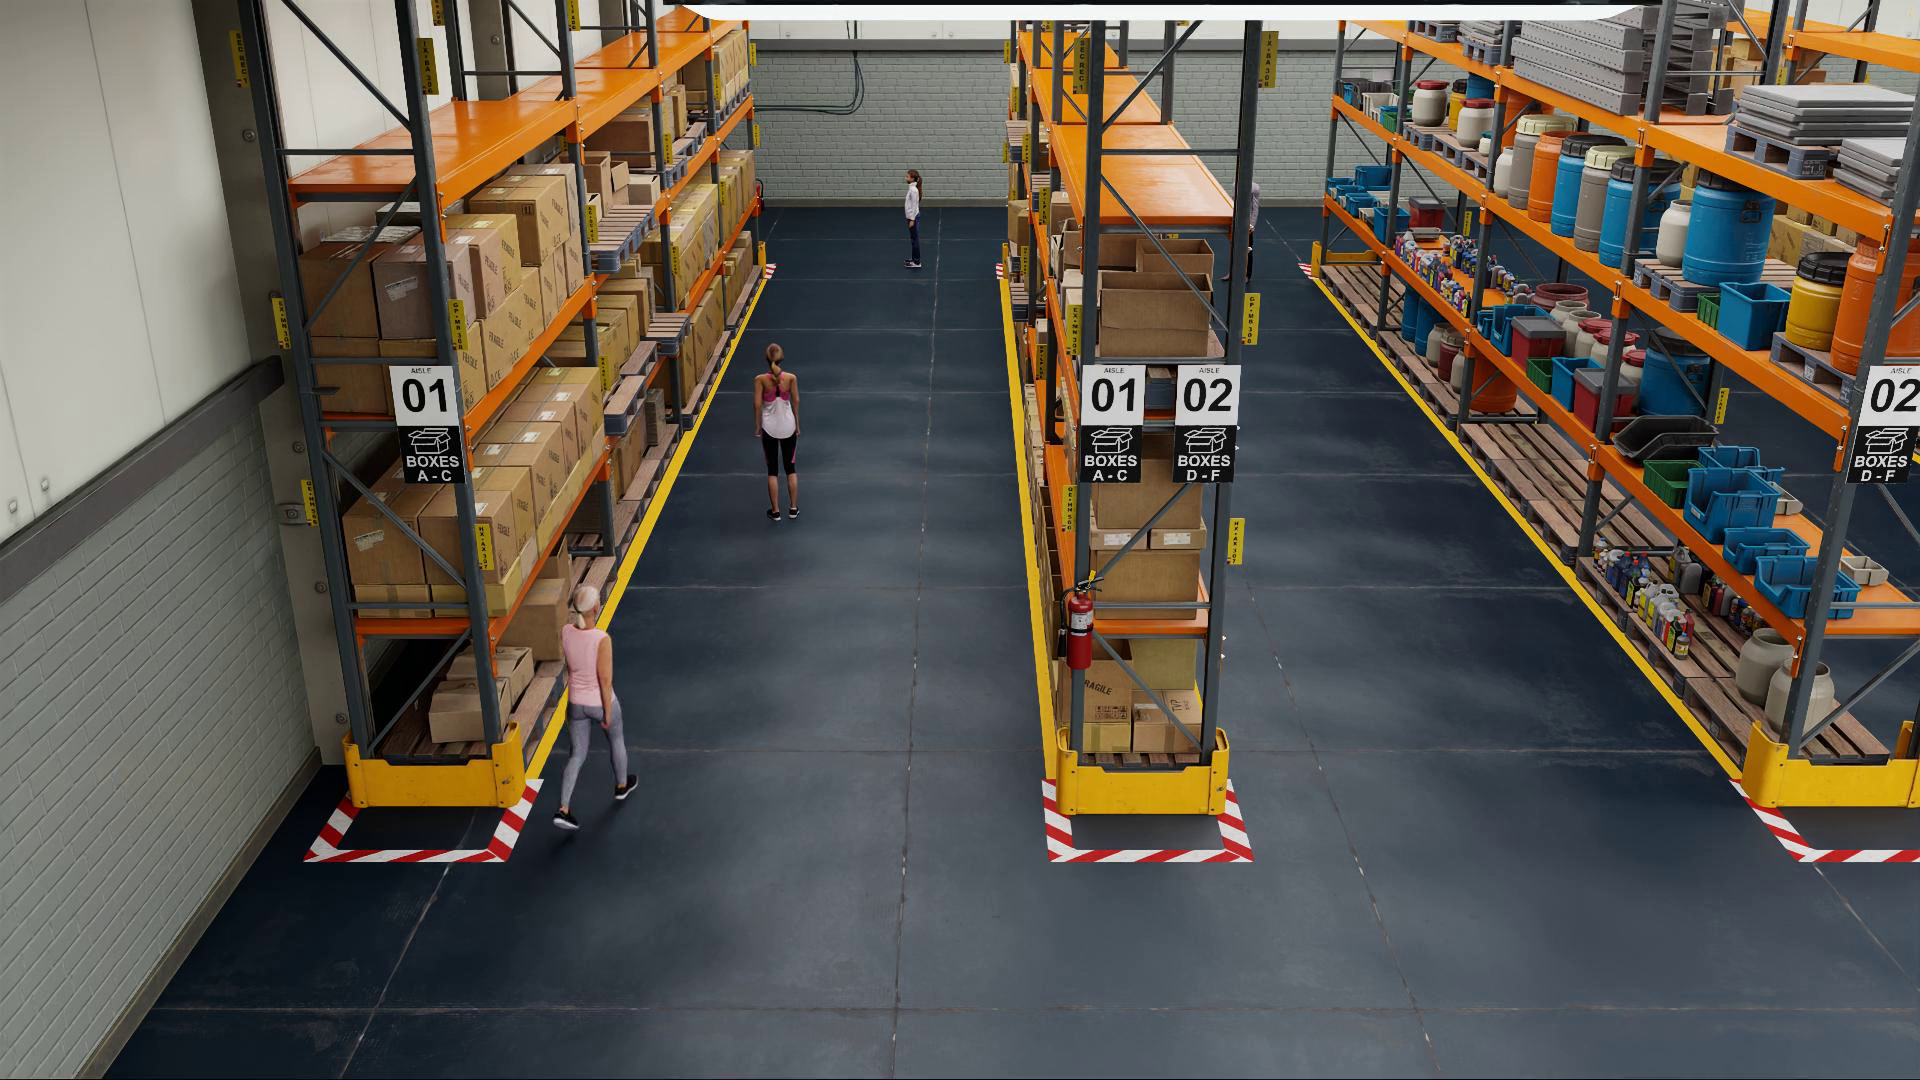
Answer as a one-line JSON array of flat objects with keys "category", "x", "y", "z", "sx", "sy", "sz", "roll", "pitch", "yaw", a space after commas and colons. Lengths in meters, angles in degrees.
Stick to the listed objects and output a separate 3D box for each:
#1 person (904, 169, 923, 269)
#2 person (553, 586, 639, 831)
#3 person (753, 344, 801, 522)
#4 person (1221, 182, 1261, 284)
[{"category": "person", "x": -0.743, "y": -5.206, "z": 26.862, "sx": 0.589, "sy": 1.559, "sz": 0.463, "roll": -1, "pitch": 22, "yaw": -2}, {"category": "person", "x": -2.527, "y": 1.141, "z": 11.162, "sx": 0.770, "sy": 1.698, "sz": 1.176, "roll": 6, "pitch": 23, "yaw": 15}, {"category": "person", "x": -1.797, "y": -1.070, "z": 16.449, "sx": 0.650, "sy": 1.787, "sz": 0.594, "roll": -5, "pitch": 23, "yaw": -13}, {"category": "person", "x": 4.390, "y": -4.937, "z": 25.816, "sx": 0.758, "sy": 1.853, "sz": 0.810, "roll": 19, "pitch": 29, "yaw": 39}]
